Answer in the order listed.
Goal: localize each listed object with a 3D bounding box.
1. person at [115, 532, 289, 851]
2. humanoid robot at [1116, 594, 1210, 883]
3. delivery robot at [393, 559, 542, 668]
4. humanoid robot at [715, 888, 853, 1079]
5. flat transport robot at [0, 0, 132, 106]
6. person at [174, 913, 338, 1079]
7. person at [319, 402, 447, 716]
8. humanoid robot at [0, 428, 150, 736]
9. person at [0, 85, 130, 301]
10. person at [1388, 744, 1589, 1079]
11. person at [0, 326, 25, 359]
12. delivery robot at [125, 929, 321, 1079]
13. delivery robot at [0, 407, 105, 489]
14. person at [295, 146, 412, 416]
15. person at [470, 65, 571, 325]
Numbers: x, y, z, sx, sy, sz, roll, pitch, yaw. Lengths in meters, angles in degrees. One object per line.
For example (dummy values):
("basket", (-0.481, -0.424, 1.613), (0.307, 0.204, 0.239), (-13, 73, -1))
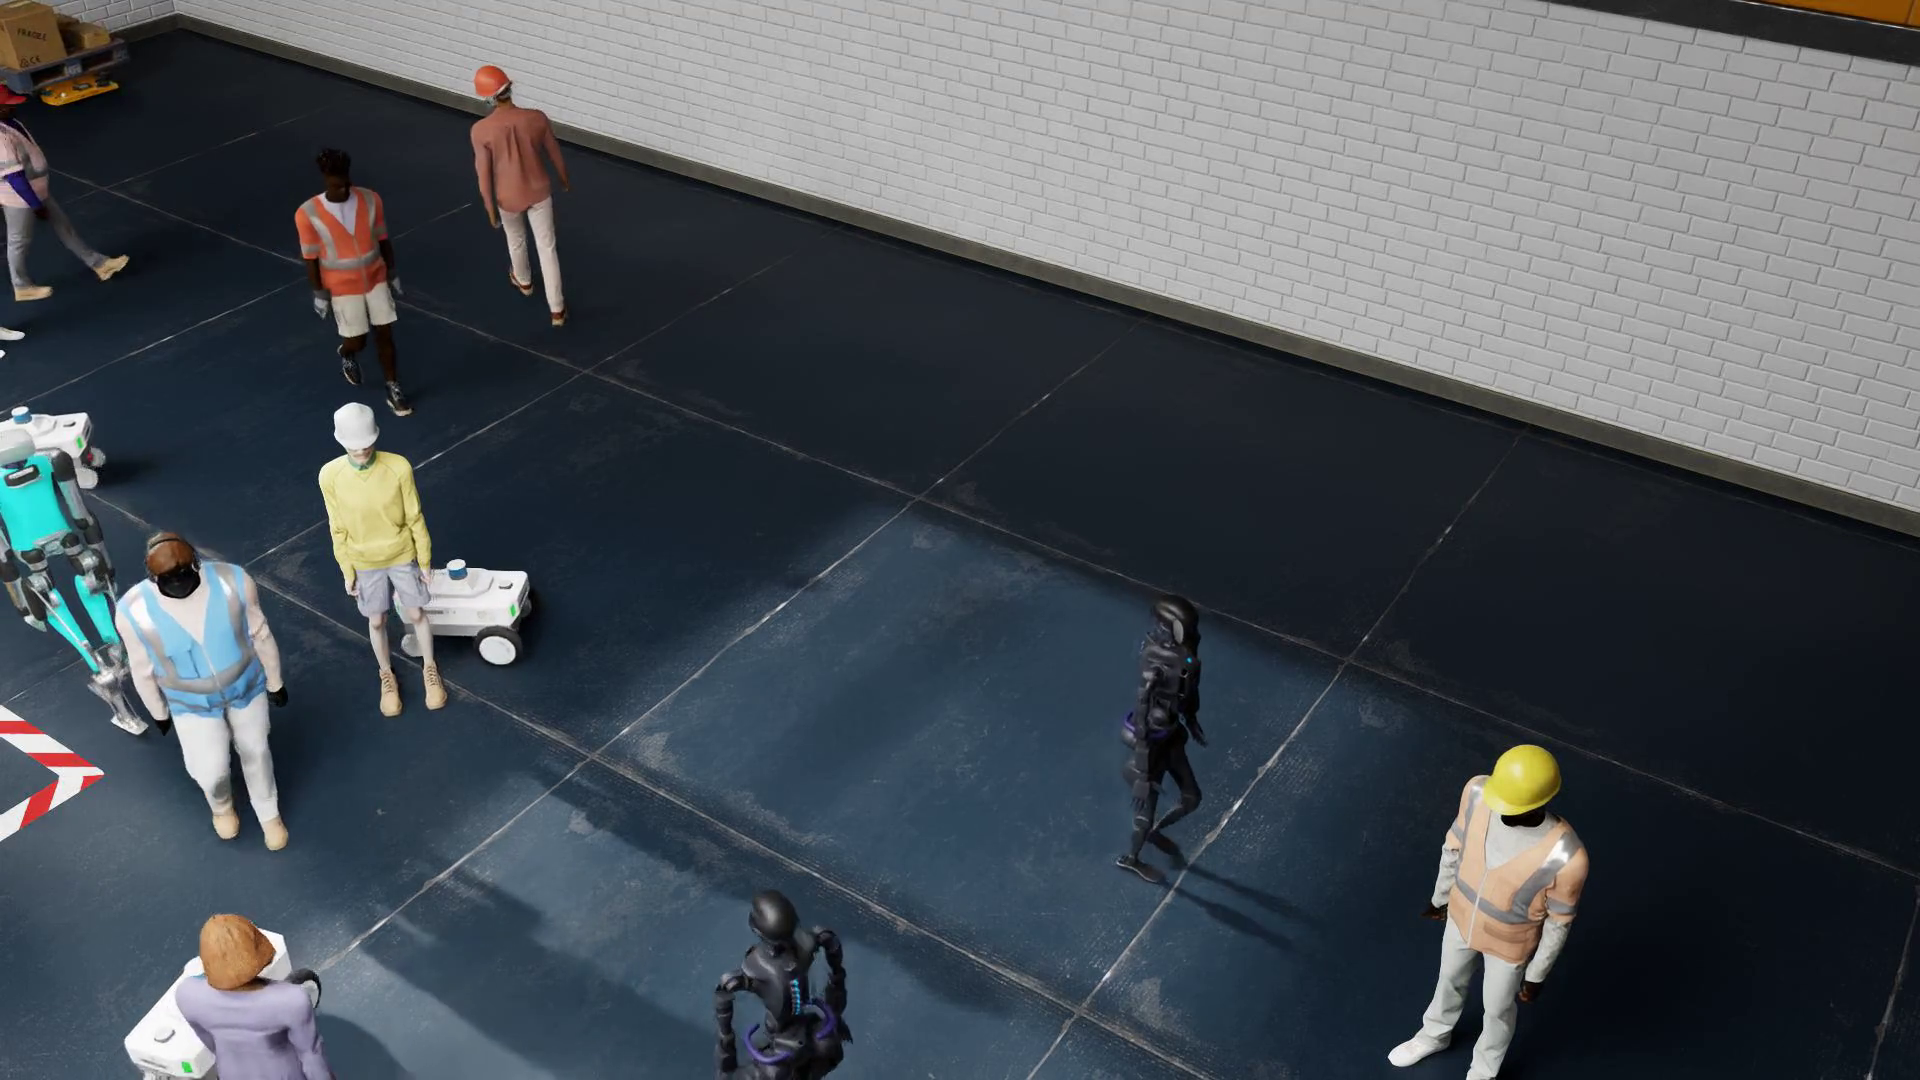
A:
("person", (-3.510, 0.731, 7.864), (0.627, 1.828, 0.447), (-22, 41, -28))
("humanoid robot", (0.932, 0.935, 7.698), (0.363, 1.644, 0.589), (19, 39, 25))
("delivery robot", (-2.811, 0.373, 9.464), (0.768, 0.576, 0.499), (1, 35, 2))
("humanoid robot", (-0.611, 1.980, 6.246), (0.586, 1.646, 0.714), (-22, 41, -29))
("flat transport robot", (-9.353, -4.765, 17.072), (1.431, 0.231, 0.659), (23, 41, 29))
("person", (-2.583, 2.011, 6.223), (0.495, 1.595, 0.831), (-2, 35, -4))
("person", (-3.016, 0.093, 8.732), (0.481, 1.888, 0.403), (-10, 36, -14))
("humanoid robot", (-4.515, 0.318, 8.561), (0.877, 1.775, 0.530), (25, 42, 31))
("person", (-7.104, -2.686, 12.848), (0.903, 1.705, 0.626), (-9, 36, -13))
("person", (2.111, 1.542, 6.623), (0.376, 1.917, 0.585), (-22, 41, -29))
("person", (-7.283, -2.221, 12.041), (0.320, 1.870, 0.528), (1, 35, 1))
("delivery robot", (-3.178, 2.015, 7.151), (0.499, 0.613, 0.797), (11, 36, 15))
("delivery robot", (-6.059, -0.584, 10.848), (0.782, 0.594, 0.499), (-8, 36, -12))
("person", (-4.142, -1.782, 11.351), (0.624, 1.944, 0.630), (-27, 43, -33))
("person", (-3.289, -2.665, 12.607), (0.712, 1.940, 0.977), (-13, 37, -17))
